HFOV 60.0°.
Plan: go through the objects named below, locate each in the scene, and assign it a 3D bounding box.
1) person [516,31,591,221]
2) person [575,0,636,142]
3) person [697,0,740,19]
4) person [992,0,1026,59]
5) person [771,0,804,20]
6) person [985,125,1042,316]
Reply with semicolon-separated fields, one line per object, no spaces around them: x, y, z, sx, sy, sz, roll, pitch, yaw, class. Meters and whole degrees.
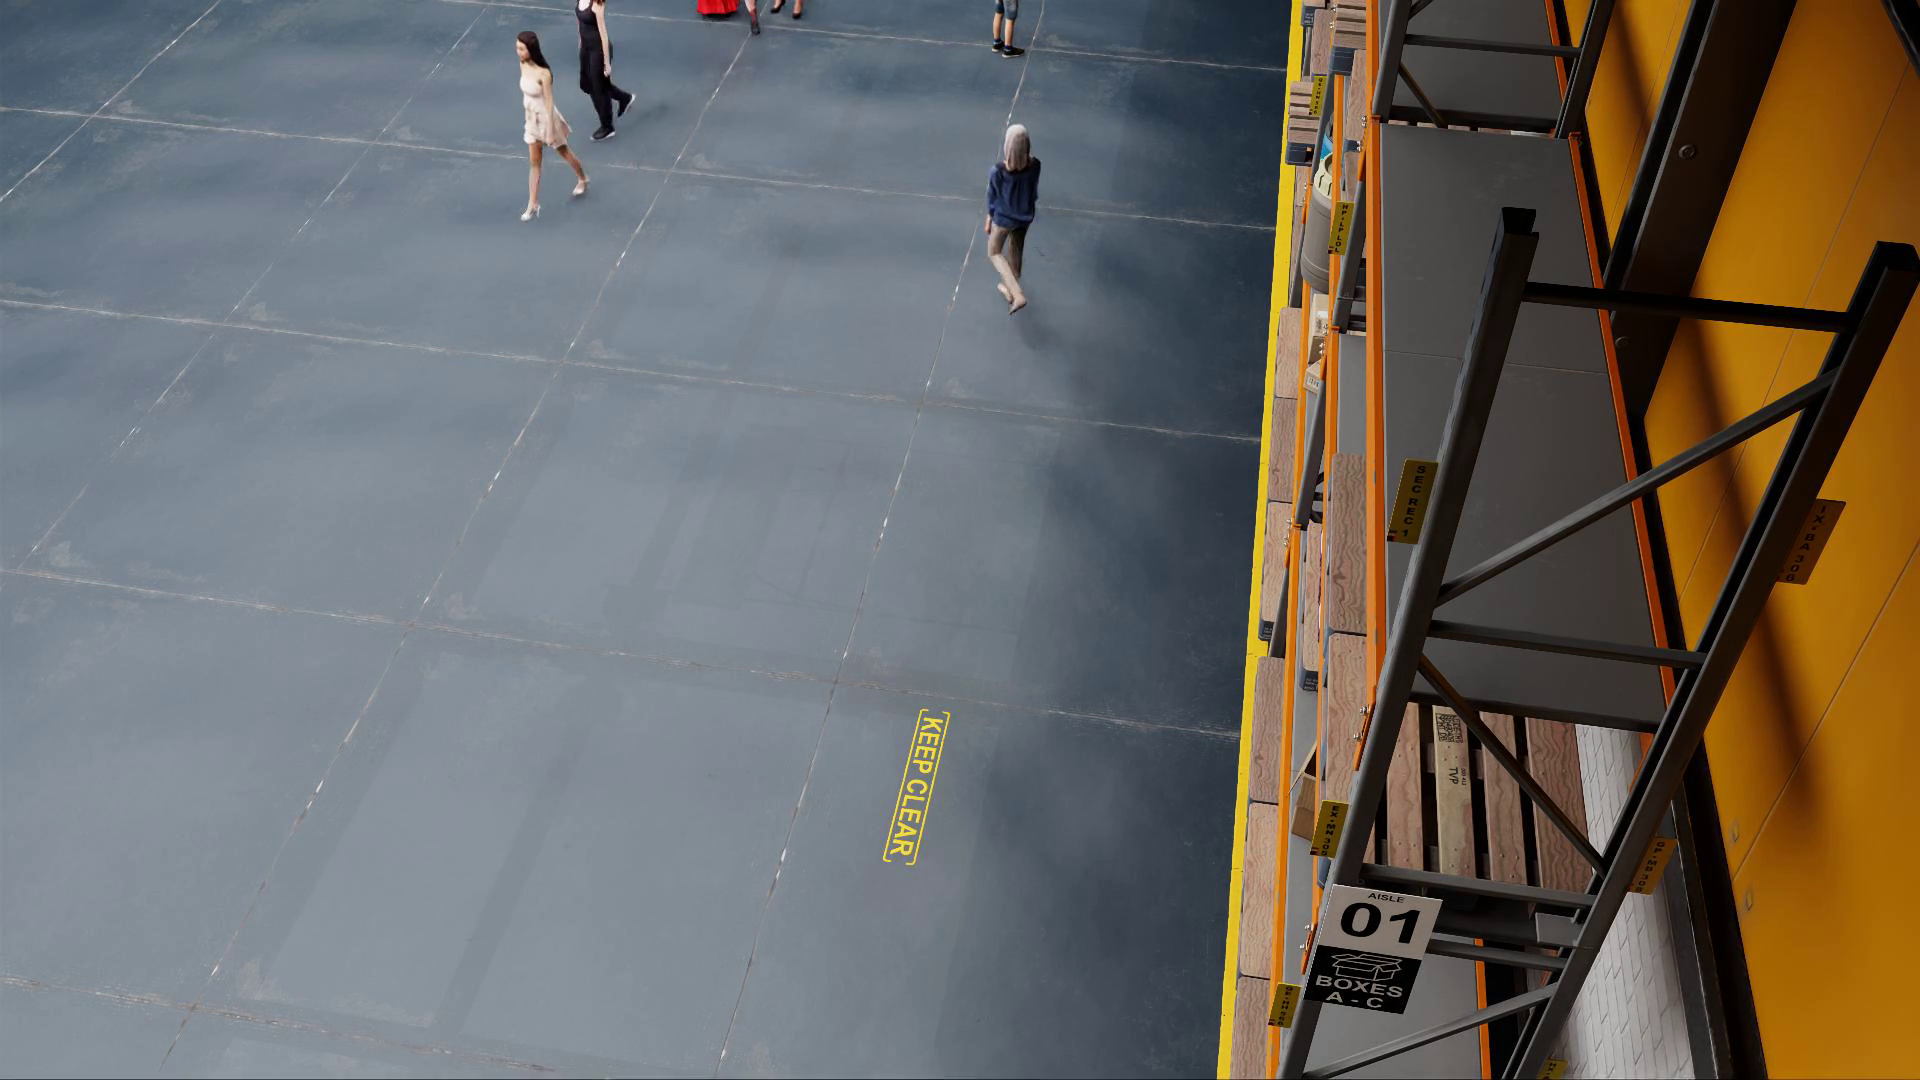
-3.587;-3.688;14.717;0.931;1.683;1.114;31;52;28;person
-3.349;-4.632;15.666;0.927;1.740;0.835;-33;53;-30;person
-2.625;-6.368;17.464;0.648;1.784;0.630;2;44;2;person
0.473;-5.647;16.941;0.683;1.451;0.624;-26;49;-25;person
-1.878;-6.311;17.479;0.615;1.670;0.611;20;47;20;person
0.451;-2.569;13.546;0.885;1.688;0.971;-20;47;-20;person
